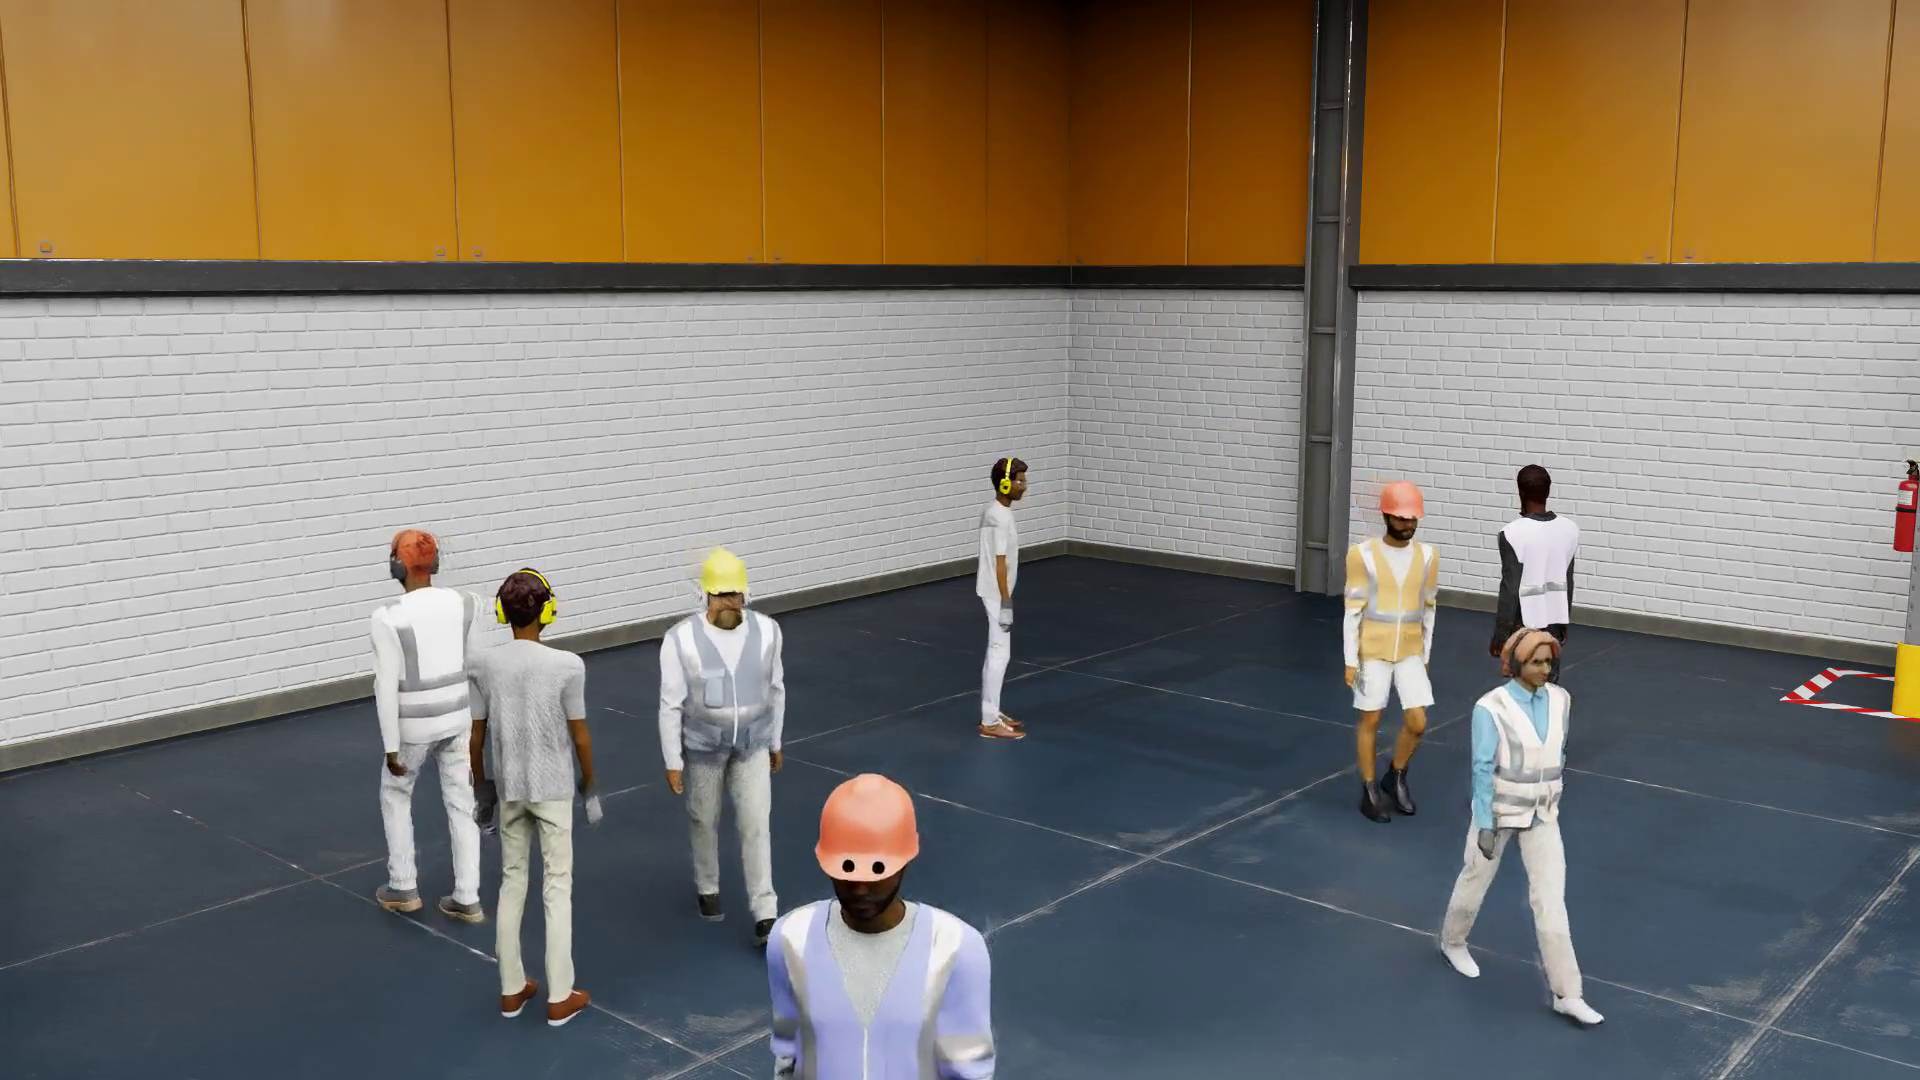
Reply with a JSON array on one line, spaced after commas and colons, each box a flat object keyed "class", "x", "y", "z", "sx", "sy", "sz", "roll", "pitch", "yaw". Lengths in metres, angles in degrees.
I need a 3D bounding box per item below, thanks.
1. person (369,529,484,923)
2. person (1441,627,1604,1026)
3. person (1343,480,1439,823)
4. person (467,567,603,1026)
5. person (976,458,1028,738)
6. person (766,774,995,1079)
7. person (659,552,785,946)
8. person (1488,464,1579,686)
[{"class": "person", "x": -2.542, "y": 0.866, "z": 7.855, "sx": 0.752, "sy": 1.860, "sz": 0.593, "roll": 8, "pitch": 12, "yaw": 43}, {"class": "person", "x": 2.320, "y": 1.145, "z": 6.930, "sx": 0.537, "sy": 1.588, "sz": 0.881, "roll": -4, "pitch": 10, "yaw": -21}, {"class": "person", "x": 2.373, "y": 0.624, "z": 9.186, "sx": 0.565, "sy": 1.923, "sz": 0.426, "roll": -1, "pitch": 9, "yaw": -6}, {"class": "person", "x": -1.729, "y": 1.038, "z": 6.764, "sx": 0.531, "sy": 1.865, "sz": 0.352, "roll": 2, "pitch": 9, "yaw": 11}, {"class": "person", "x": 0.281, "y": 0.381, "z": 10.922, "sx": 0.344, "sy": 1.855, "sz": 0.530, "roll": -1, "pitch": 9, "yaw": -5}, {"class": "person", "x": -0.192, "y": 1.479, "z": 3.807, "sx": 0.559, "sy": 1.914, "sz": 0.650, "roll": 1, "pitch": 9, "yaw": 6}, {"class": "person", "x": -1.058, "y": 0.945, "z": 7.574, "sx": 0.609, "sy": 1.785, "sz": 0.851, "roll": -3, "pitch": 10, "yaw": -20}, {"class": "person", "x": 3.419, "y": 0.510, "z": 9.905, "sx": 0.592, "sy": 1.915, "sz": 0.375, "roll": -5, "pitch": 10, "yaw": -28}]
